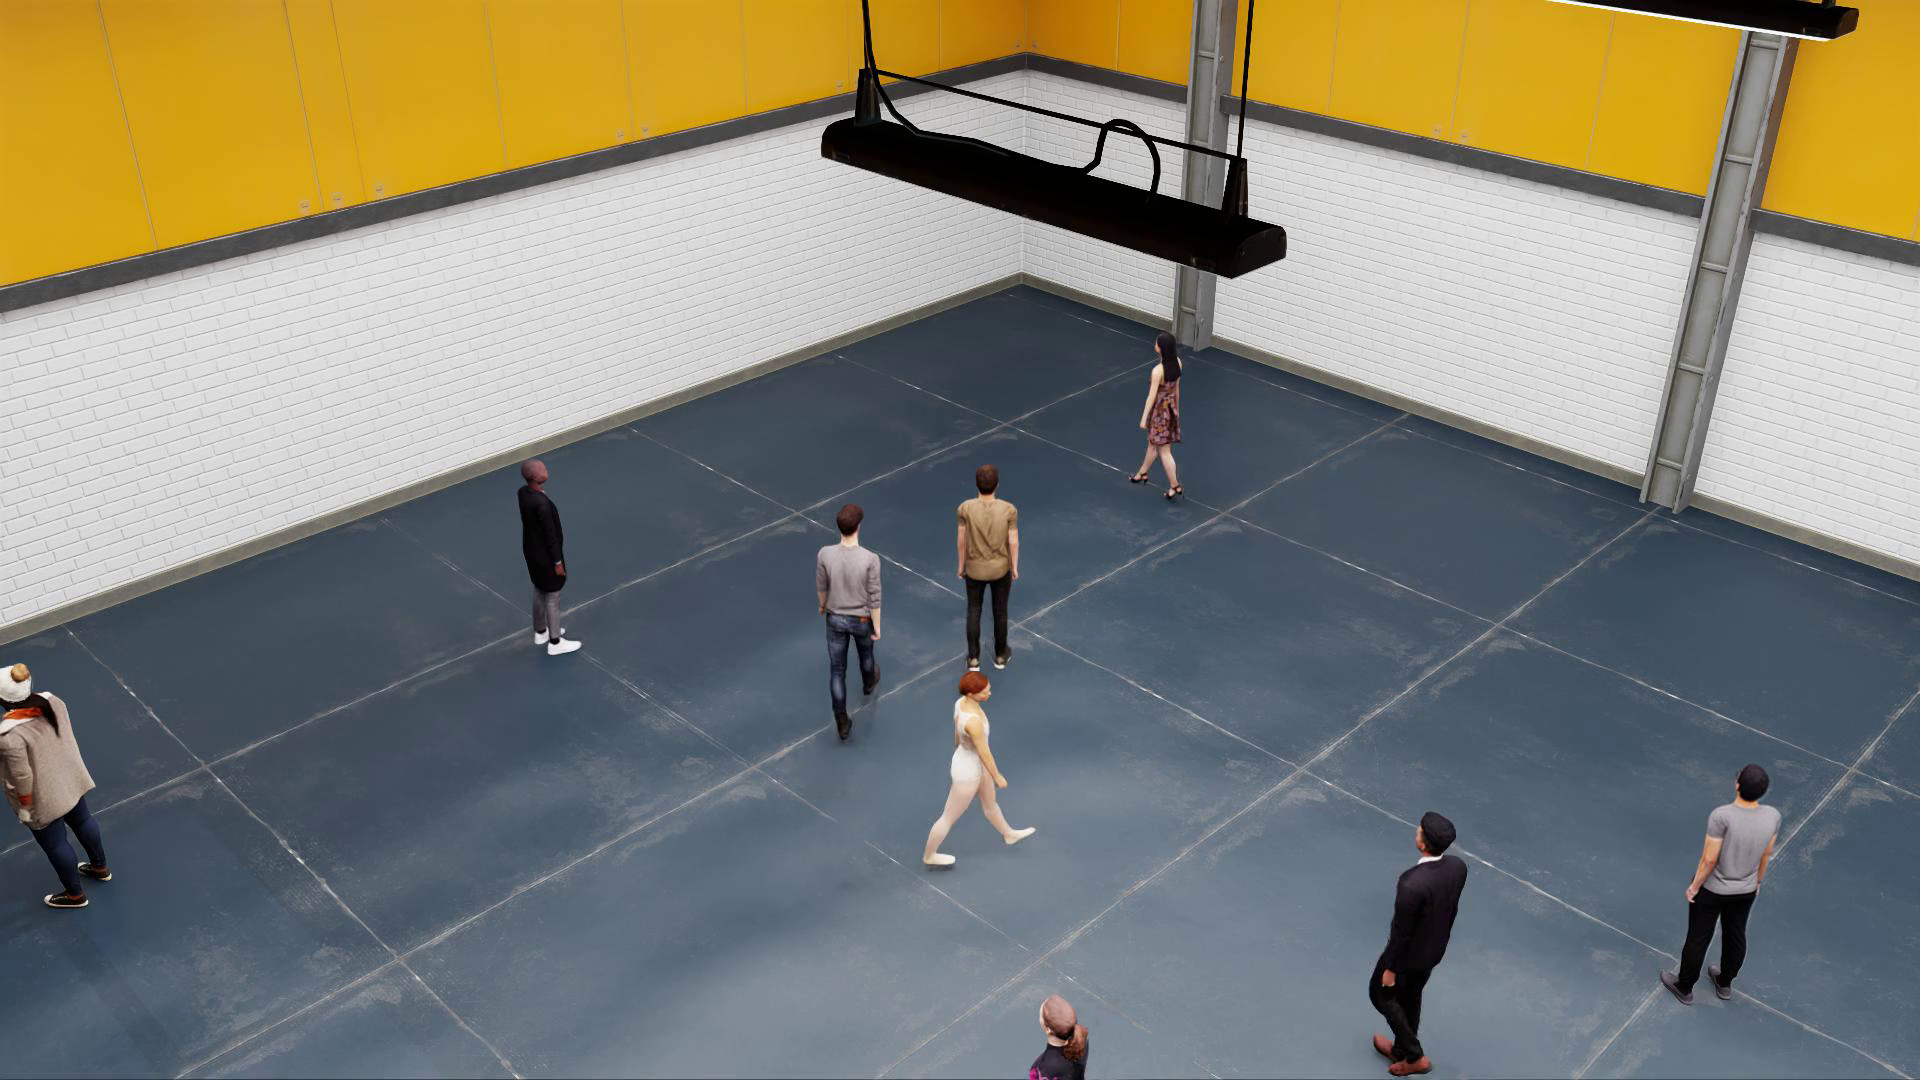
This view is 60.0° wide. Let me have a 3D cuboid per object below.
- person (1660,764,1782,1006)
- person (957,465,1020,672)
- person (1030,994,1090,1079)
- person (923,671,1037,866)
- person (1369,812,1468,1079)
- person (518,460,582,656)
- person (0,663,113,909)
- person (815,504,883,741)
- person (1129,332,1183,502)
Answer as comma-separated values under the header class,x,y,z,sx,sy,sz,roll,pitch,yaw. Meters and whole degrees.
class,x,y,z,sx,sy,sz,roll,pitch,yaw
person,4.745,2.127,10.302,0.699,1.754,0.730,-3,29,-6
person,0.226,0.232,13.670,0.774,1.855,0.847,2,29,4
person,0.568,3.070,8.603,0.575,1.726,1.088,-25,37,-38
person,-0.032,1.614,11.408,1.006,1.597,1.049,-5,29,-9
person,2.700,2.421,9.642,0.776,1.871,0.775,-19,34,-30
person,-3.510,0.125,13.964,0.729,1.761,0.522,-21,35,-33
person,-6.088,1.607,11.113,0.850,1.890,0.814,5,29,9
person,-0.878,0.673,12.856,1.223,1.862,1.217,3,29,6
person,2.041,-1.187,16.378,0.909,1.754,0.670,22,35,34
